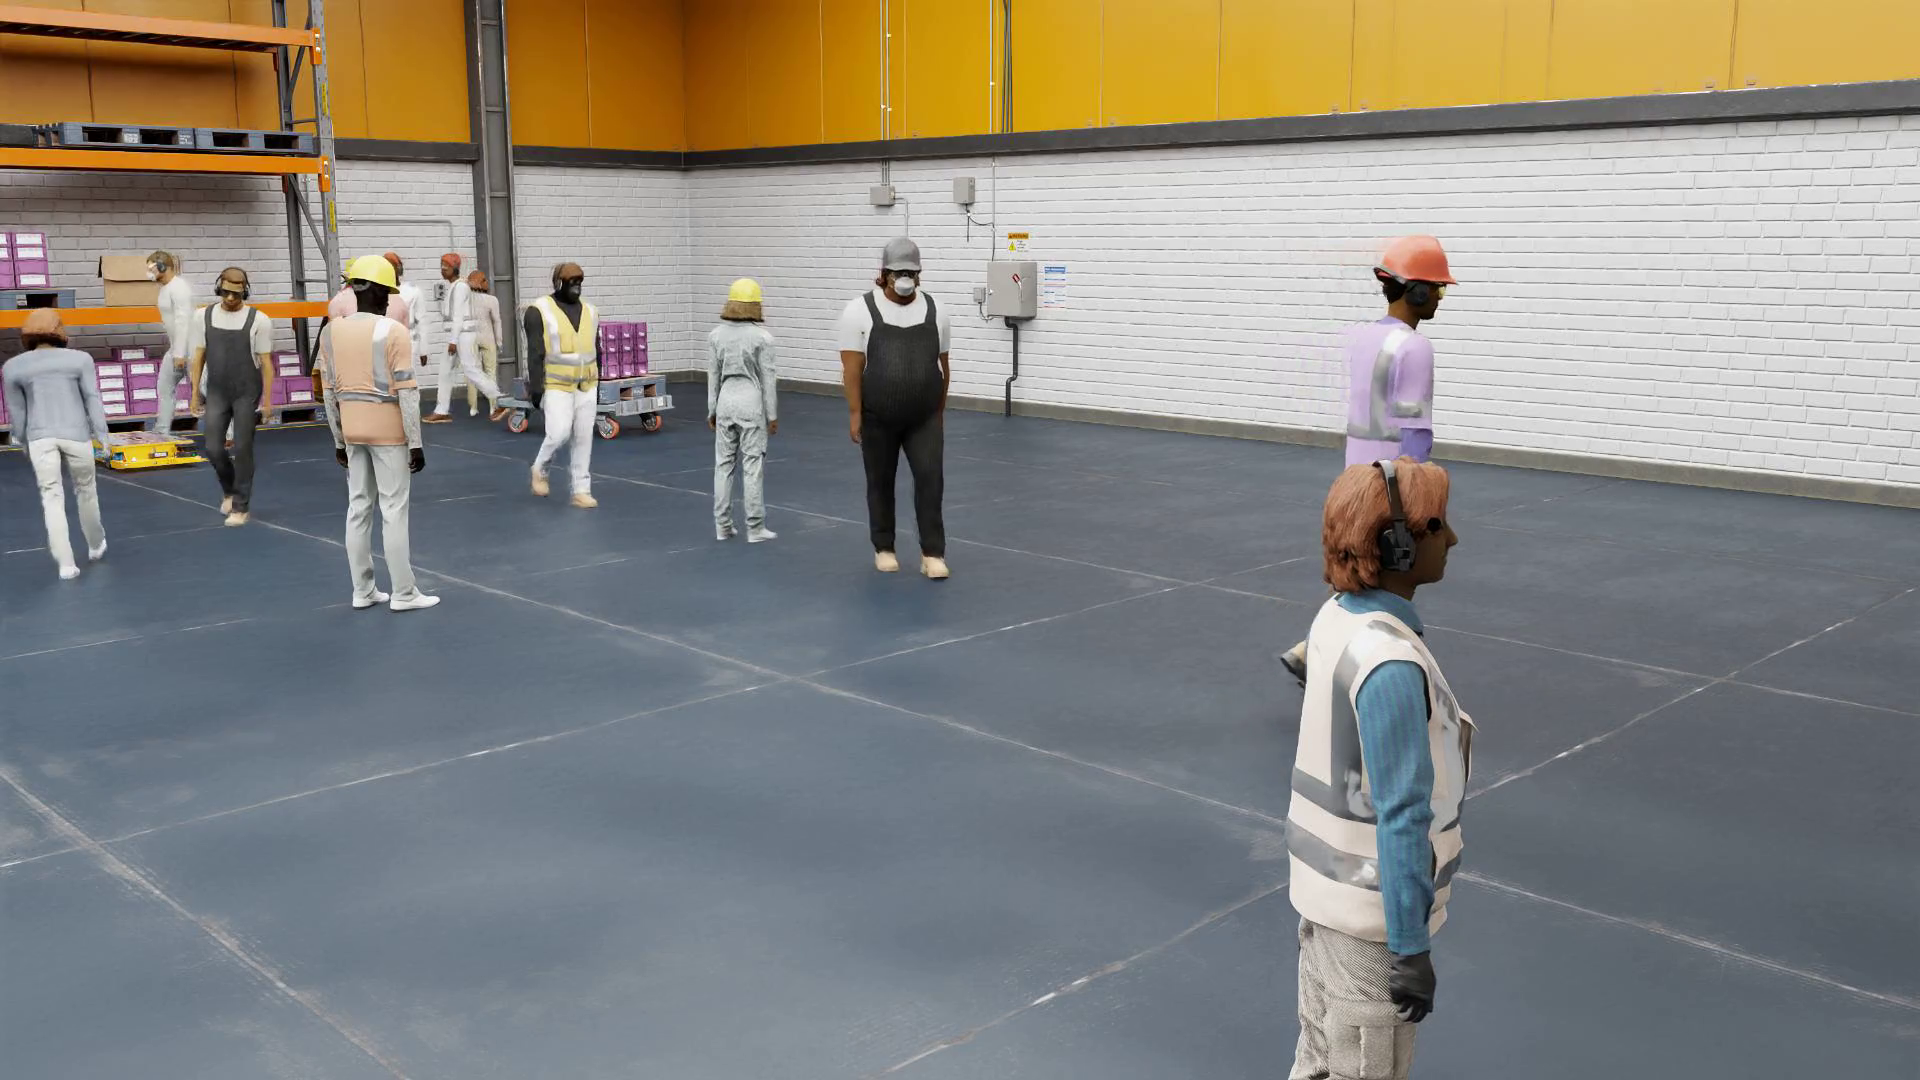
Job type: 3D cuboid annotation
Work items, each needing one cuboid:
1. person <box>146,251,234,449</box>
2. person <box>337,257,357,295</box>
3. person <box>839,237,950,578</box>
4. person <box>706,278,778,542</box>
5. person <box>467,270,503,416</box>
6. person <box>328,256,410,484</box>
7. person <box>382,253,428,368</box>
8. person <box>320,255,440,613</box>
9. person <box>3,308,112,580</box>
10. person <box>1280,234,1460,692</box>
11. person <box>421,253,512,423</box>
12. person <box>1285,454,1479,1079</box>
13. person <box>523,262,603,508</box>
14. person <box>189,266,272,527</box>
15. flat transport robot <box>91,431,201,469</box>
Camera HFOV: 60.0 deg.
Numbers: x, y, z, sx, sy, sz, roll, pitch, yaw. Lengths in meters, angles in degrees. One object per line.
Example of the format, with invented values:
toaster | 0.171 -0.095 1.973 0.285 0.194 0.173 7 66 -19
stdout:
person | -7.334 -1.756 15.593 0.872 1.873 0.648 -9 14 -41
person | -6.201 -2.043 17.348 0.587 1.802 0.825 4 11 22
person | -0.349 -0.781 9.801 0.690 2.000 0.828 -2 11 -12
person | -1.437 -0.853 11.013 0.497 1.744 0.310 4 11 21
person | -5.384 -2.206 18.684 0.500 1.633 0.285 0 10 2
person | -4.610 -1.273 13.005 0.671 1.857 0.976 -7 13 -35
person | -5.527 -1.854 16.196 0.577 1.832 0.981 1 10 4
person | -3.130 -0.563 8.951 0.585 1.917 0.380 4 11 20
person | -5.398 -0.595 9.998 0.525 1.584 0.828 -4 11 -23
person | 1.708 -0.209 6.737 0.561 2.031 0.620 -1 10 -5
person | -5.359 -2.181 17.997 0.904 1.854 0.569 -6 12 -29
person | 0.741 0.665 3.005 0.308 1.645 0.514 0 10 0
person | -2.947 -1.152 12.405 0.638 1.827 0.537 -10 14 -43
person | -5.062 -0.988 11.558 0.600 1.810 0.460 -1 10 -6
flat transport robot | -7.376 -0.816 14.822 0.652 0.197 1.431 -10 14 -44
